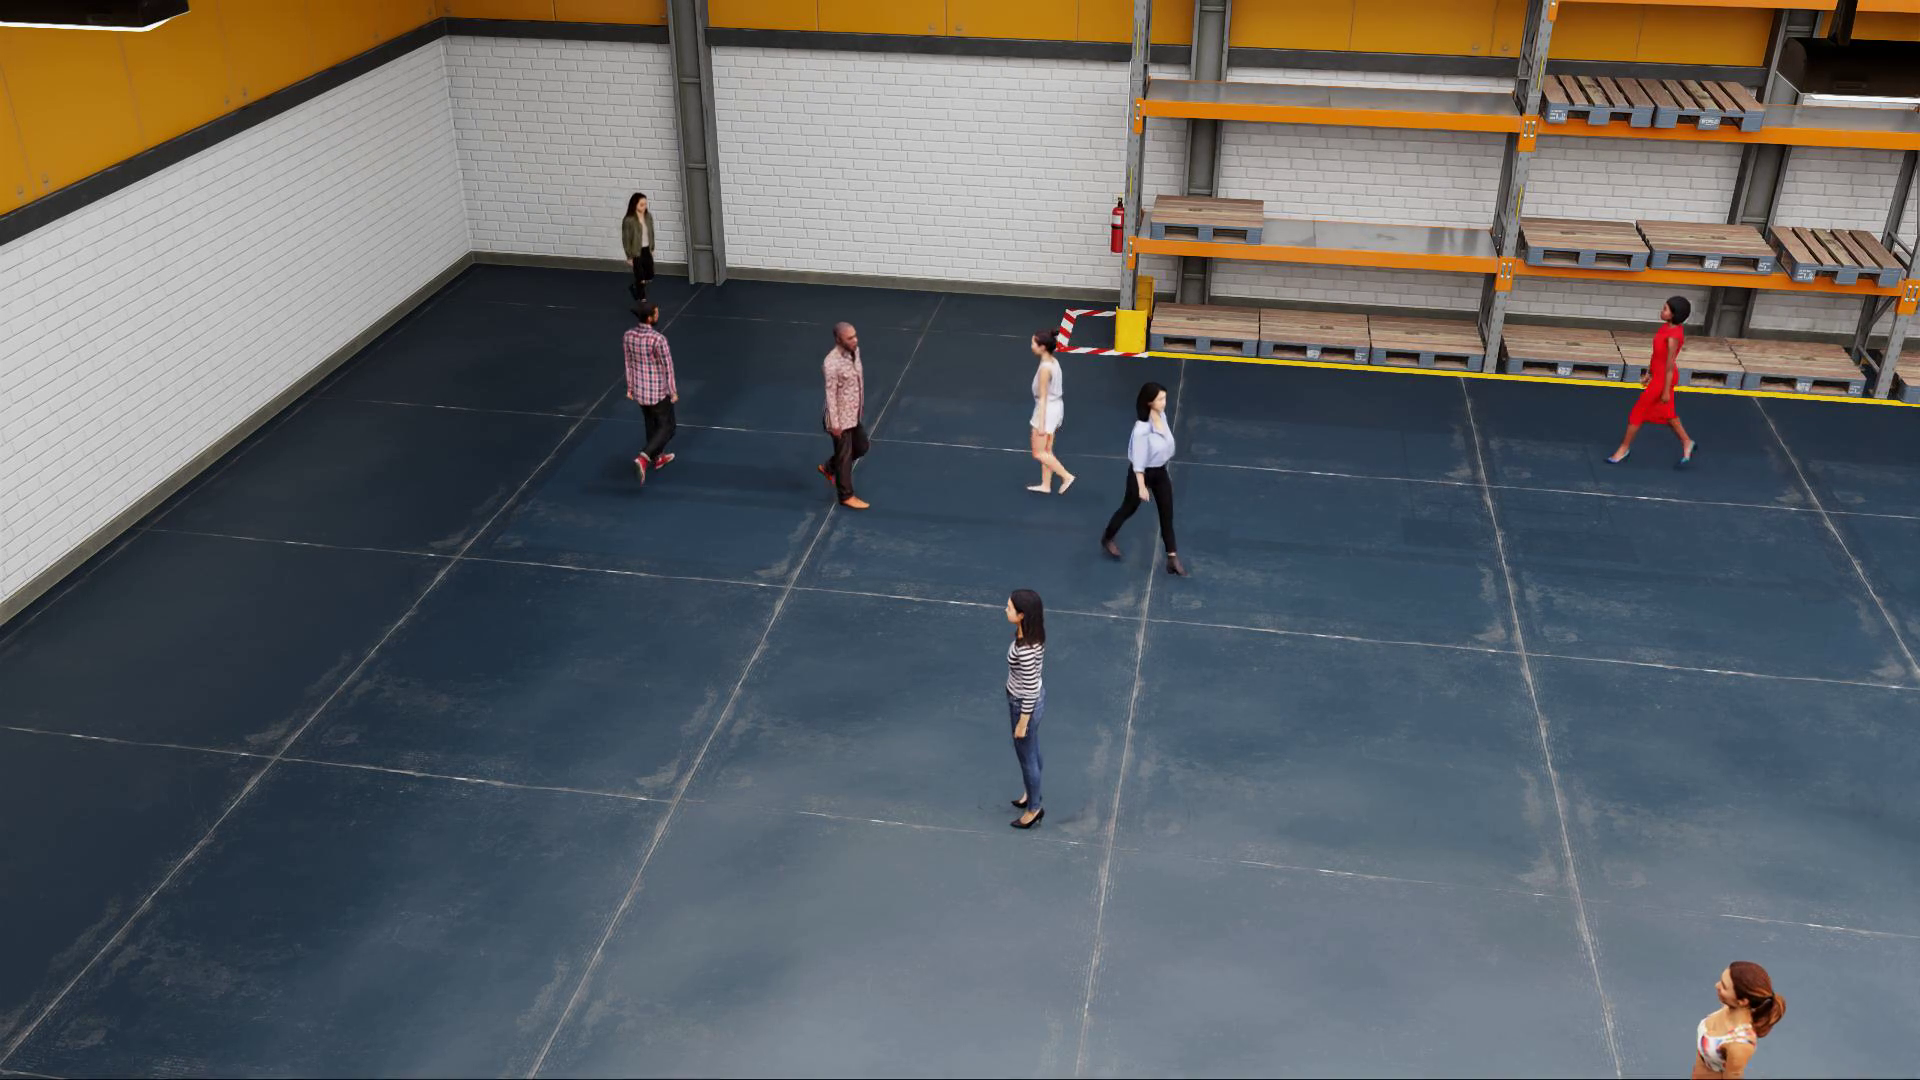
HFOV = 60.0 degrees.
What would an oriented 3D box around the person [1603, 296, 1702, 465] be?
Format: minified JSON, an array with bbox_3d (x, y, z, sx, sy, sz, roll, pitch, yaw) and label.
[{"bbox_3d":[6.705,-1.448,15.691,1.094,1.705,0.626,7,29,12],"label":"person"}]

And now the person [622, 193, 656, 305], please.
[{"bbox_3d":[-3.810,-3.366,19.469,0.866,1.454,0.784,25,37,37],"label":"person"}]

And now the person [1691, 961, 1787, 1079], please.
[{"bbox_3d":[3.675,2.727,7.957,0.851,1.782,0.677,11,30,19],"label":"person"}]

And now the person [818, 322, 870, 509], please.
[{"bbox_3d":[-1.124,-1.149,15.055,0.920,1.788,0.836,13,31,22],"label":"person"}]

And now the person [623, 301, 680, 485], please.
[{"bbox_3d":[-2.899,-1.368,15.506,1.009,1.742,0.942,15,32,25],"label":"person"}]

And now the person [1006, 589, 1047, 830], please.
[{"bbox_3d":[0.438,1.108,10.910,0.519,1.795,0.604,3,29,6],"label":"person"}]

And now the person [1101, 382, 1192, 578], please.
[{"bbox_3d":[1.494,-0.519,13.995,1.238,1.698,1.037,22,35,34],"label":"person"}]

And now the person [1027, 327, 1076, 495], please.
[{"bbox_3d":[0.877,-1.155,15.237,0.719,1.625,0.649,6,29,10],"label":"person"}]
